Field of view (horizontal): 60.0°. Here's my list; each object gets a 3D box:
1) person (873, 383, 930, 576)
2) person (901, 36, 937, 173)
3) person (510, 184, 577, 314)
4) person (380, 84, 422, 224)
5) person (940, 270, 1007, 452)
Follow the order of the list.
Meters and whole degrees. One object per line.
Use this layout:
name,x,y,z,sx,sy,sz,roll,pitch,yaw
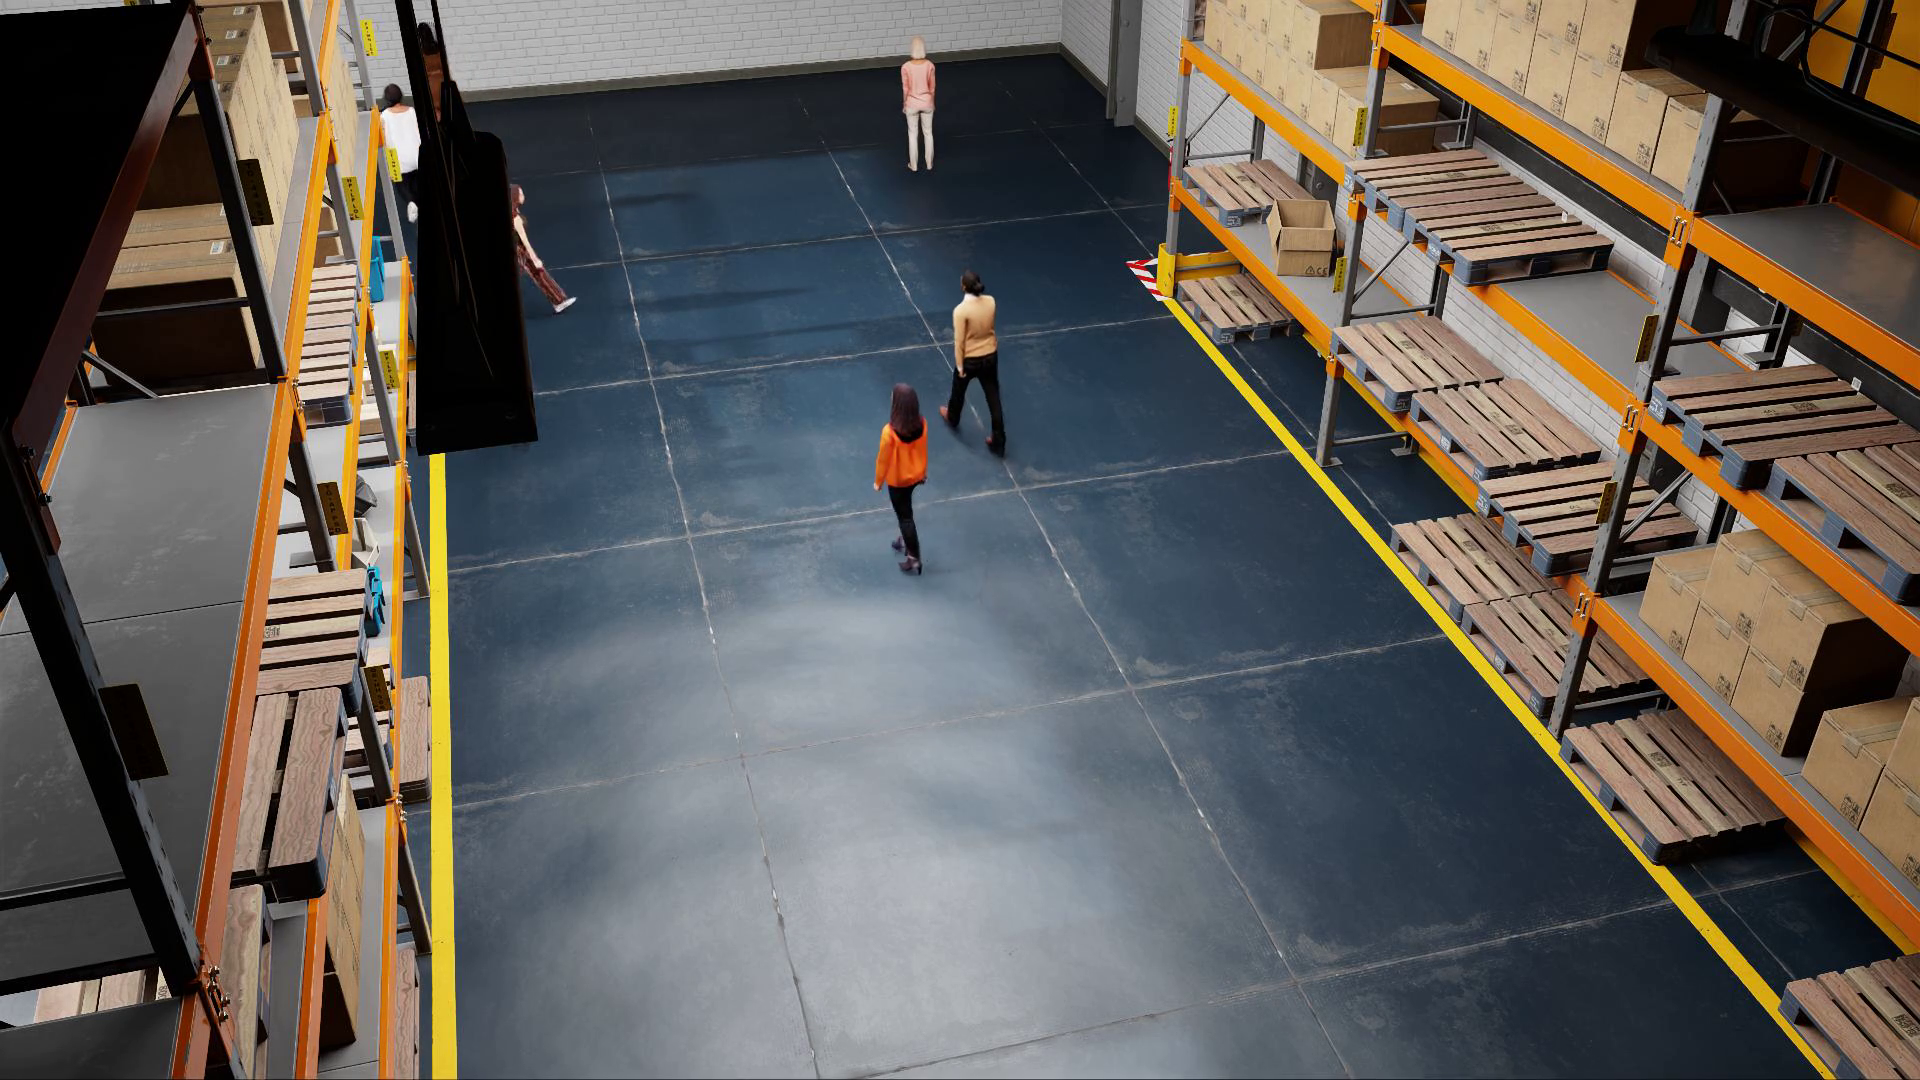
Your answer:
person,-0.389,-0.462,13.572,0.863,1.736,0.797,25,41,32
person,-0.523,-5.586,21.293,0.608,1.723,0.526,-7,34,-10
person,-4.731,-2.987,17.570,0.666,1.515,0.997,-6,34,-9
person,-6.611,-4.573,19.815,0.763,1.672,0.925,-16,37,-22
person,0.207,-1.615,15.336,0.855,1.703,1.258,-18,38,-25
